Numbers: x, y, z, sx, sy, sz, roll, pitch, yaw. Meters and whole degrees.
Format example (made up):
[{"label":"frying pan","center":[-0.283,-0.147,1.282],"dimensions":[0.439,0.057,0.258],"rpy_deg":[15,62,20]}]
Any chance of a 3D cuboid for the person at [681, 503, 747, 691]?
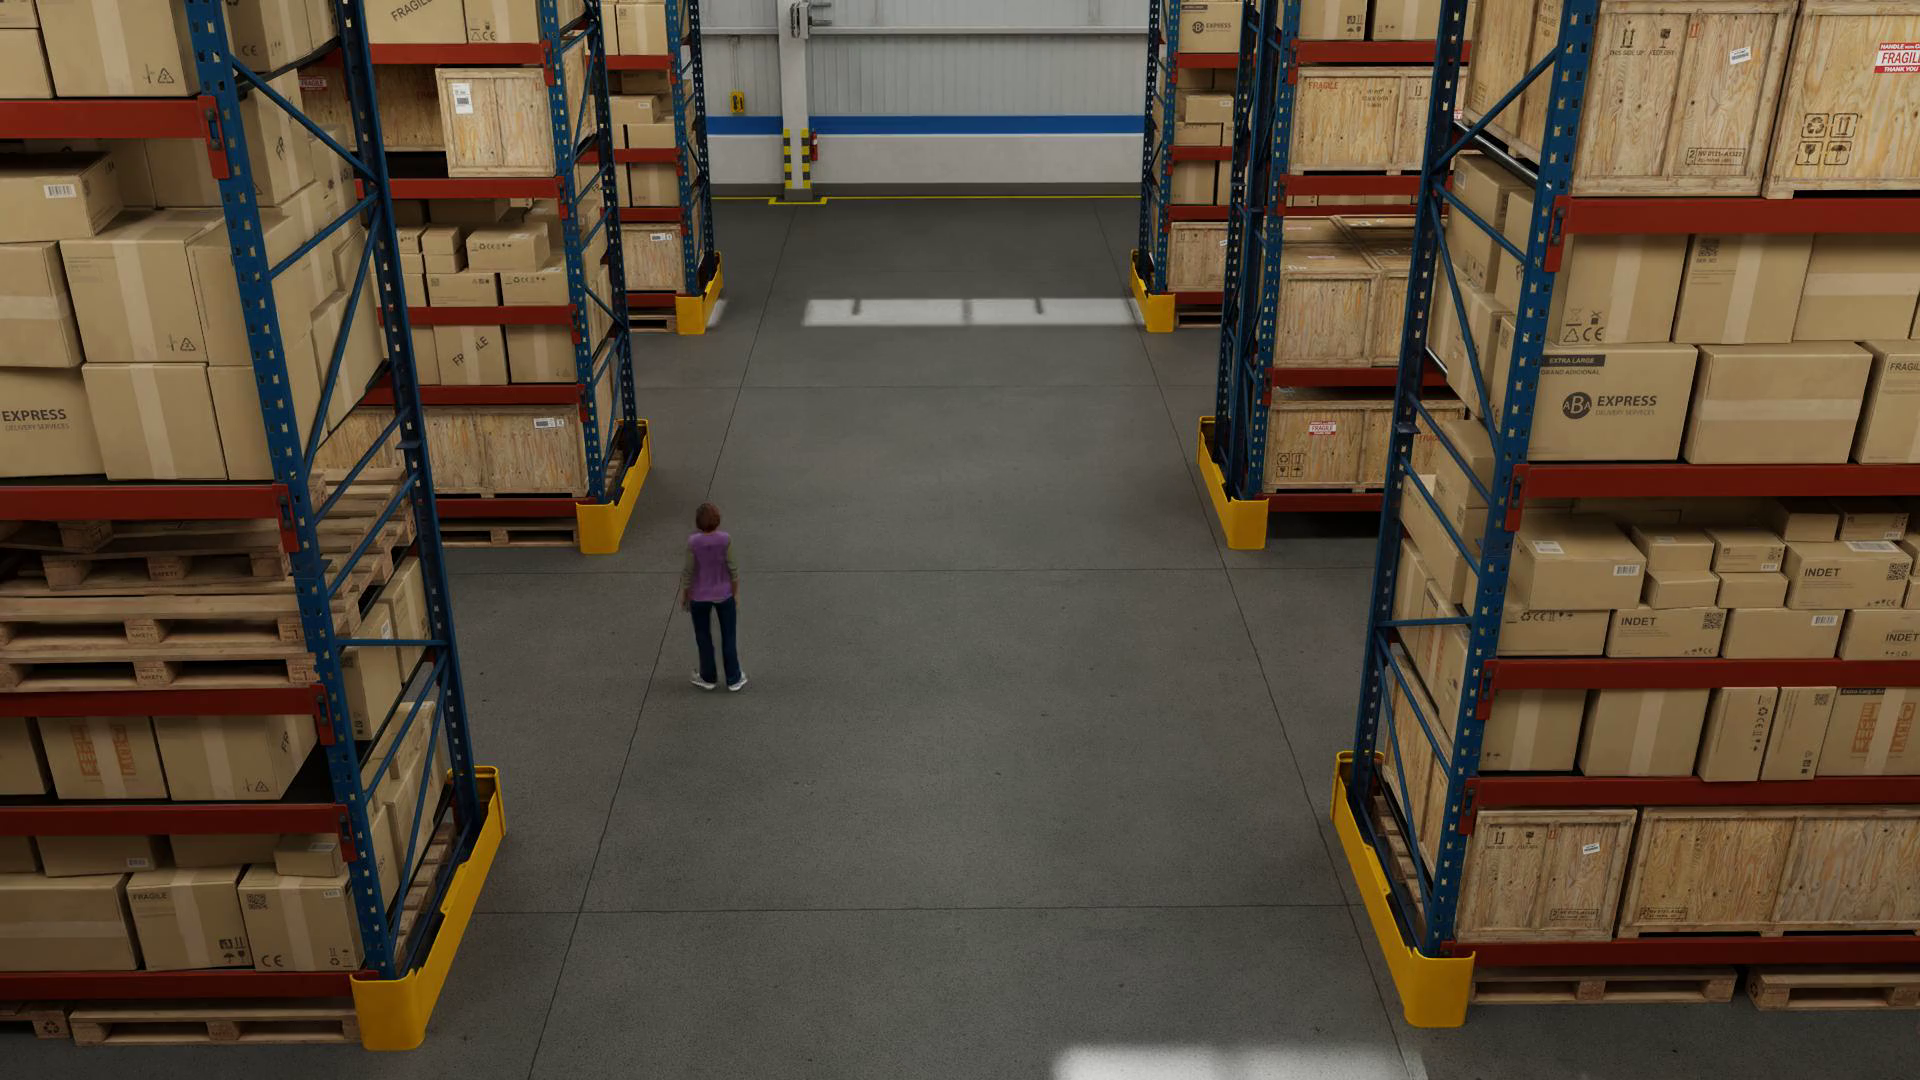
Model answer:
[{"label":"person","center":[-1.955,0.449,13.098],"dimensions":[0.481,1.600,0.341],"rpy_deg":[-6,26,-12]}]
